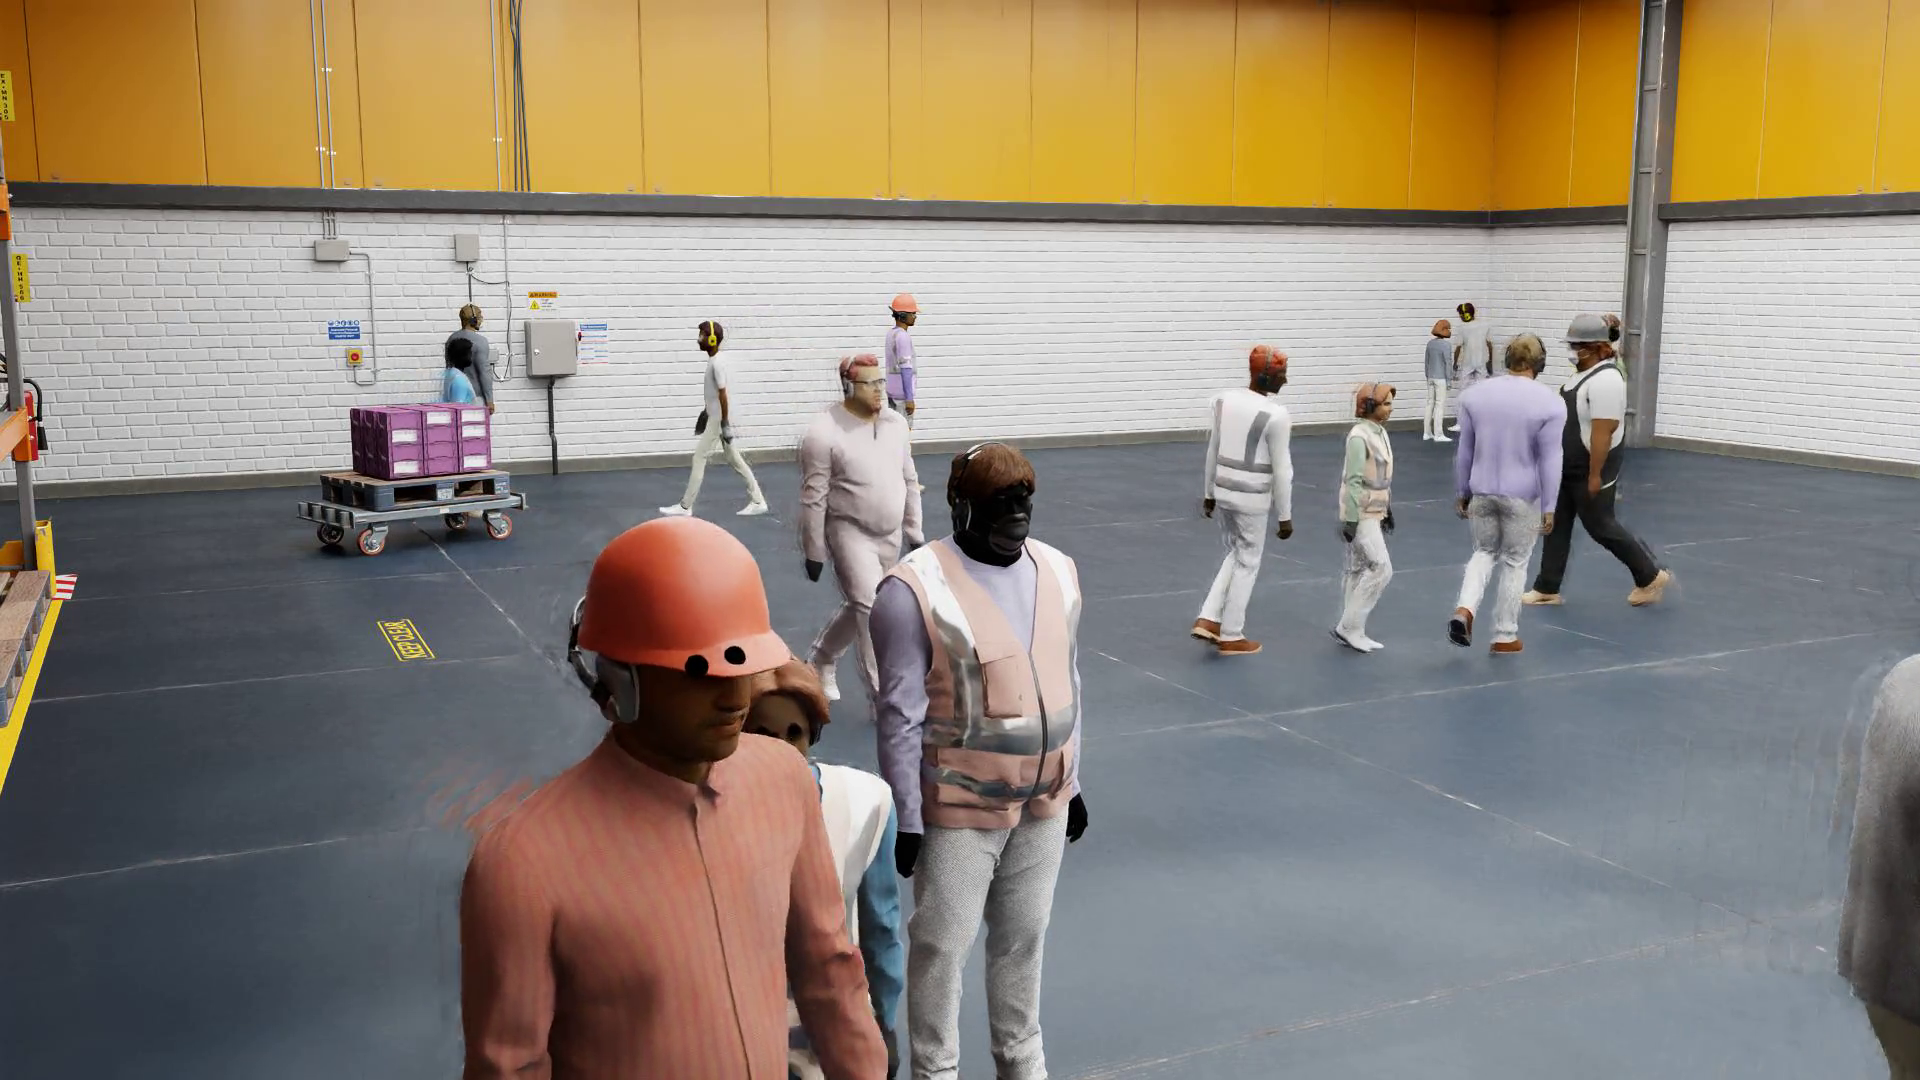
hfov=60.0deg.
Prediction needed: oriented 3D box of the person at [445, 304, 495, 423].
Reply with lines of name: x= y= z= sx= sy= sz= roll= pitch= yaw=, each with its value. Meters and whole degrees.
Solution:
person: x=-5.041 y=-1.469 z=17.213 sx=0.635 sy=1.938 sz=0.361 roll=7 pitch=11 yaw=36

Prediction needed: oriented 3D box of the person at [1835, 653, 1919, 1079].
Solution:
person: x=1.745 y=0.846 z=3.111 sx=0.586 sy=1.853 sz=0.546 roll=2 pitch=9 yaw=13

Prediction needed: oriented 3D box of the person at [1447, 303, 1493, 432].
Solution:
person: x=7.218 y=-2.420 z=23.460 sx=0.649 sy=1.834 sz=0.369 roll=0 pitch=9 yaw=1

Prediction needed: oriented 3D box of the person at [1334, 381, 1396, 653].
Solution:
person: x=2.437 y=-0.130 z=9.895 sx=0.372 sy=1.625 sz=0.518 roll=4 pitch=10 yaw=25

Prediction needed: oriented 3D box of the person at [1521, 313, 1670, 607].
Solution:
person: x=4.291 y=-0.543 z=11.152 sx=0.925 sy=2.000 sz=0.681 roll=0 pitch=9 yaw=3

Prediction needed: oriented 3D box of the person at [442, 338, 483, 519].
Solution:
person: x=-4.639 y=-1.004 z=15.159 sx=0.654 sy=1.678 sz=0.539 roll=-5 pitch=10 yaw=-29

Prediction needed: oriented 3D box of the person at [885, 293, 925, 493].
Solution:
person: x=-0.574 y=-1.504 z=17.108 sx=0.373 sy=2.043 sz=0.614 roll=-3 pitch=10 yaw=-17

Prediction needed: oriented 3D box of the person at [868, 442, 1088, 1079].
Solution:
person: x=0.081 y=0.666 z=4.267 sx=0.633 sy=1.843 sz=0.429 roll=-7 pitch=11 yaw=-35

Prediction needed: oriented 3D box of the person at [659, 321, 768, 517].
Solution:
person: x=-2.253 y=-1.107 z=15.367 sx=0.994 sy=1.821 sz=0.518 roll=0 pitch=9 yaw=-1

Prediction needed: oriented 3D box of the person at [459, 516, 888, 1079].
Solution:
person: x=-0.362 y=0.929 z=2.357 sx=1.020 sy=1.943 sz=0.623 roll=6 pitch=11 yaw=33

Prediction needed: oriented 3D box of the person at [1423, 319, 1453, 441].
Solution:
person: x=6.422 y=-2.137 z=22.303 sx=0.266 sy=1.632 sz=0.507 roll=-3 pitch=10 yaw=-20

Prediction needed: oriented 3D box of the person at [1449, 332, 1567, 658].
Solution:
person: x=3.164 y=-0.245 z=9.679 sx=0.652 sy=1.920 sz=0.524 roll=9 pitch=13 yaw=44

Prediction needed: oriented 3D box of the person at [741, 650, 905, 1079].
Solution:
person: x=-0.330 y=0.985 z=3.035 sx=0.522 sy=1.588 sz=0.881 roll=-2 pitch=9 yaw=-13

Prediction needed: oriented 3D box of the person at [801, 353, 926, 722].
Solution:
person: x=-0.526 y=-0.023 z=8.470 sx=0.949 sy=1.874 sz=0.634 roll=8 pitch=12 yaw=42

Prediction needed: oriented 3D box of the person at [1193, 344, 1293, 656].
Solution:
person: x=1.672 y=-0.217 z=9.733 sx=0.387 sy=1.856 sz=0.684 roll=-6 pitch=11 yaw=-31

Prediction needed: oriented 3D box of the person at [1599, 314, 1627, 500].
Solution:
person: x=6.424 y=-1.327 z=16.632 sx=0.429 sy=1.845 sz=0.621 roll=0 pitch=9 yaw=2
